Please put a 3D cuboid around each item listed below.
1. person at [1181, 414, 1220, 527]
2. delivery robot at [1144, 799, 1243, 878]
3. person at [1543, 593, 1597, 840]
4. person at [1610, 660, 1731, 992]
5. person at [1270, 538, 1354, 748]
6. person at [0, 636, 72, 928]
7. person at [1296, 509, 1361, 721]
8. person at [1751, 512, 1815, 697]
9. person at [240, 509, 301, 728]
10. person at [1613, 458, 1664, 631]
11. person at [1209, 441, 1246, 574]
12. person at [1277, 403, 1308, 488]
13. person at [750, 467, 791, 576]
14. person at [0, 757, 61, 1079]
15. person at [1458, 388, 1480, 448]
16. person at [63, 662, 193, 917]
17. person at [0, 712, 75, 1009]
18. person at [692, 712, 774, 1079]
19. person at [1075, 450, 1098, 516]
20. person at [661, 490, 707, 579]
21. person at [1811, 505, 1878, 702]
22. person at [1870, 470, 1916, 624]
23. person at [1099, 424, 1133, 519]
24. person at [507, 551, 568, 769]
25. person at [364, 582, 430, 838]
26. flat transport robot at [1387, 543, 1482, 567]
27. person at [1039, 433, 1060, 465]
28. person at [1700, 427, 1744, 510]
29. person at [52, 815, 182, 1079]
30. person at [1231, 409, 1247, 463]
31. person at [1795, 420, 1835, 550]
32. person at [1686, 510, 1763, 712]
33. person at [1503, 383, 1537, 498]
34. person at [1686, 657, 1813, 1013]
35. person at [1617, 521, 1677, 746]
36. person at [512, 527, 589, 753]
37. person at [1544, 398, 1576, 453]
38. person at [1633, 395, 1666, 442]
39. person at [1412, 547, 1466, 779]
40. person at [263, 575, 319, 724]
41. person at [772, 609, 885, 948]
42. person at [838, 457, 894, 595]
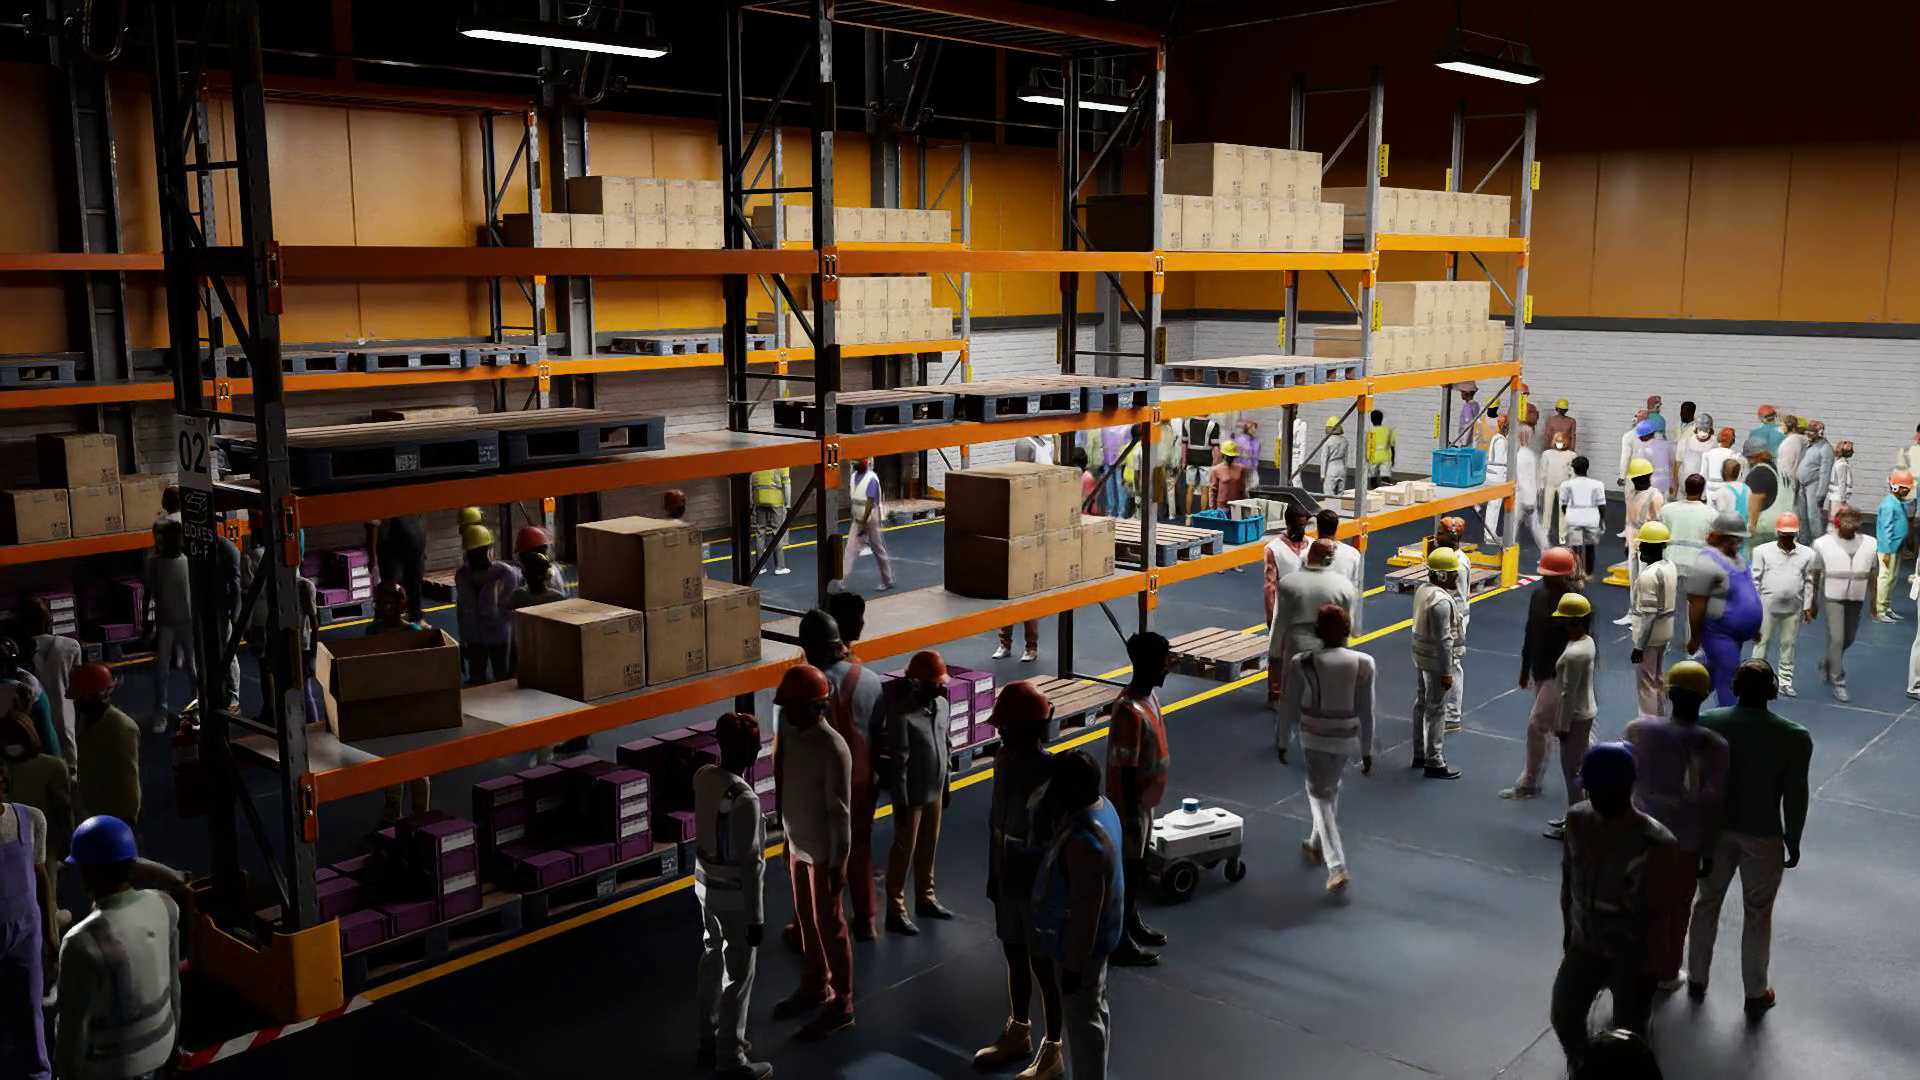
[{"bbox_3d":[3.683,-1.190,25.431,0.613,2.033,0.412,5,11,28],"label":"person"},{"bbox_3d":[1.500,1.936,10.875,0.707,0.478,0.477,-6,11,-30],"label":"delivery robot"},{"bbox_3d":[4.308,1.240,11.736,0.335,1.757,0.518,6,11,31],"label":"person"},{"bbox_3d":[3.858,1.612,9.151,0.719,1.889,0.595,-9,13,-43],"label":"person"},{"bbox_3d":[2.853,0.903,13.518,0.655,1.848,0.913,3,10,18],"label":"person"},{"bbox_3d":[-5.724,1.484,10.019,0.637,1.842,0.429,-1,10,-4],"label":"person"},{"bbox_3d":[3.222,0.683,14.618,0.598,1.908,0.410,-3,10,-17],"label":"person"},{"bbox_3d":[7.676,0.600,15.557,0.571,1.751,0.329,2,10,11],"label":"person"},{"bbox_3d":[-6.040,0.679,14.573,0.389,1.930,0.544,7,12,37],"label":"person"},{"bbox_3d":[7.507,0.050,18.360,0.397,1.914,0.590,-1,10,-6],"label":"person"},{"bbox_3d":[3.495,-0.428,21.702,0.531,1.756,0.341,-4,10,-20],"label":"person"},{"bbox_3d":[5.255,-1.275,26.382,0.351,1.880,0.577,-7,12,-36],"label":"person"},{"bbox_3d":[-2.473,-0.496,21.585,0.594,1.926,0.366,2,10,12],"label":"person"},{"bbox_3d":[-4.460,1.868,7.718,0.341,1.845,0.511,8,13,41],"label":"person"},{"bbox_3d":[8.674,-1.712,28.500,0.381,2.041,0.616,5,11,29],"label":"person"},{"bbox_3d":[-5.037,1.548,9.967,0.576,1.728,0.632,7,12,34],"label":"person"},{"bbox_3d":[-5.203,1.736,9.228,0.513,1.608,0.683,-3,10,-17],"label":"person"},{"bbox_3d":[-1.132,1.766,8.249,0.343,1.878,0.579,-6,11,-34],"label":"person"},{"bbox_3d":[1.569,-0.311,21.203,0.372,1.671,0.569,-2,10,-10],"label":"person"},{"bbox_3d":[-2.718,0.420,16.357,0.590,1.845,0.910,6,11,30],"label":"person"},{"bbox_3d":[8.294,0.553,15.668,0.575,1.821,0.847,1,10,3],"label":"person"},{"bbox_3d":[10.525,0.073,18.756,0.351,1.738,0.575,8,12,40],"label":"person"},{"bbox_3d":[2.402,-1.209,25.851,0.593,1.923,0.386,8,13,41],"label":"person"},{"bbox_3d":[-3.286,0.984,12.990,0.550,1.848,0.441,3,10,16],"label":"person"},{"bbox_3d":[-3.945,1.199,11.695,0.565,1.850,0.390,5,11,26],"label":"person"},{"bbox_3d":[6.419,0.183,22.464,0.652,0.197,1.431,9,13,42],"label":"flat transport robot"},{"bbox_3d":[1.432,-1.422,27.394,0.393,1.836,0.560,-8,13,-41],"label":"person"},{"bbox_3d":[10.125,-0.562,22.104,0.343,1.883,0.585,-7,12,-37],"label":"person"},{"bbox_3d":[-3.273,2.027,6.584,0.882,1.913,0.605,1,10,6],"label":"person"},{"bbox_3d":[5.334,-2.060,31.814,0.316,1.633,0.516,6,11,32],"label":"person"},{"bbox_3d":[11.760,-0.709,22.971,0.400,1.902,0.653,0,10,0],"label":"person"},{"bbox_3d":[6.436,0.712,14.035,0.682,2.000,0.884,-9,13,-43],"label":"person"},{"bbox_3d":[9.599,-1.697,28.553,0.613,1.994,0.381,-5,11,-27],"label":"person"},{"bbox_3d":[4.282,1.596,9.125,0.644,1.927,0.388,8,13,41],"label":"person"},{"bbox_3d":[5.733,0.799,13.848,0.368,1.925,0.594,8,12,38],"label":"person"},{"bbox_3d":[-3.482,0.838,13.698,0.847,1.891,0.572,-2,10,-15],"label":"person"},{"bbox_3d":[10.202,-1.535,28.286,0.525,1.762,0.340,1,10,5],"label":"person"},{"bbox_3d":[11.209,-1.392,26.998,0.399,1.909,0.642,-4,10,-21],"label":"person"},{"bbox_3d":[3.784,0.962,13.161,0.403,1.833,0.591,0,10,-2],"label":"person"},{"bbox_3d":[-5.373,0.914,13.331,0.519,1.874,0.326,3,10,20],"label":"person"},{"bbox_3d":[-0.811,1.397,9.945,0.702,2.000,0.535,-5,11,-27],"label":"person"},{"bbox_3d":[-1.210,-0.219,20.339,0.988,1.791,0.564,-8,12,-39],"label":"person"}]
